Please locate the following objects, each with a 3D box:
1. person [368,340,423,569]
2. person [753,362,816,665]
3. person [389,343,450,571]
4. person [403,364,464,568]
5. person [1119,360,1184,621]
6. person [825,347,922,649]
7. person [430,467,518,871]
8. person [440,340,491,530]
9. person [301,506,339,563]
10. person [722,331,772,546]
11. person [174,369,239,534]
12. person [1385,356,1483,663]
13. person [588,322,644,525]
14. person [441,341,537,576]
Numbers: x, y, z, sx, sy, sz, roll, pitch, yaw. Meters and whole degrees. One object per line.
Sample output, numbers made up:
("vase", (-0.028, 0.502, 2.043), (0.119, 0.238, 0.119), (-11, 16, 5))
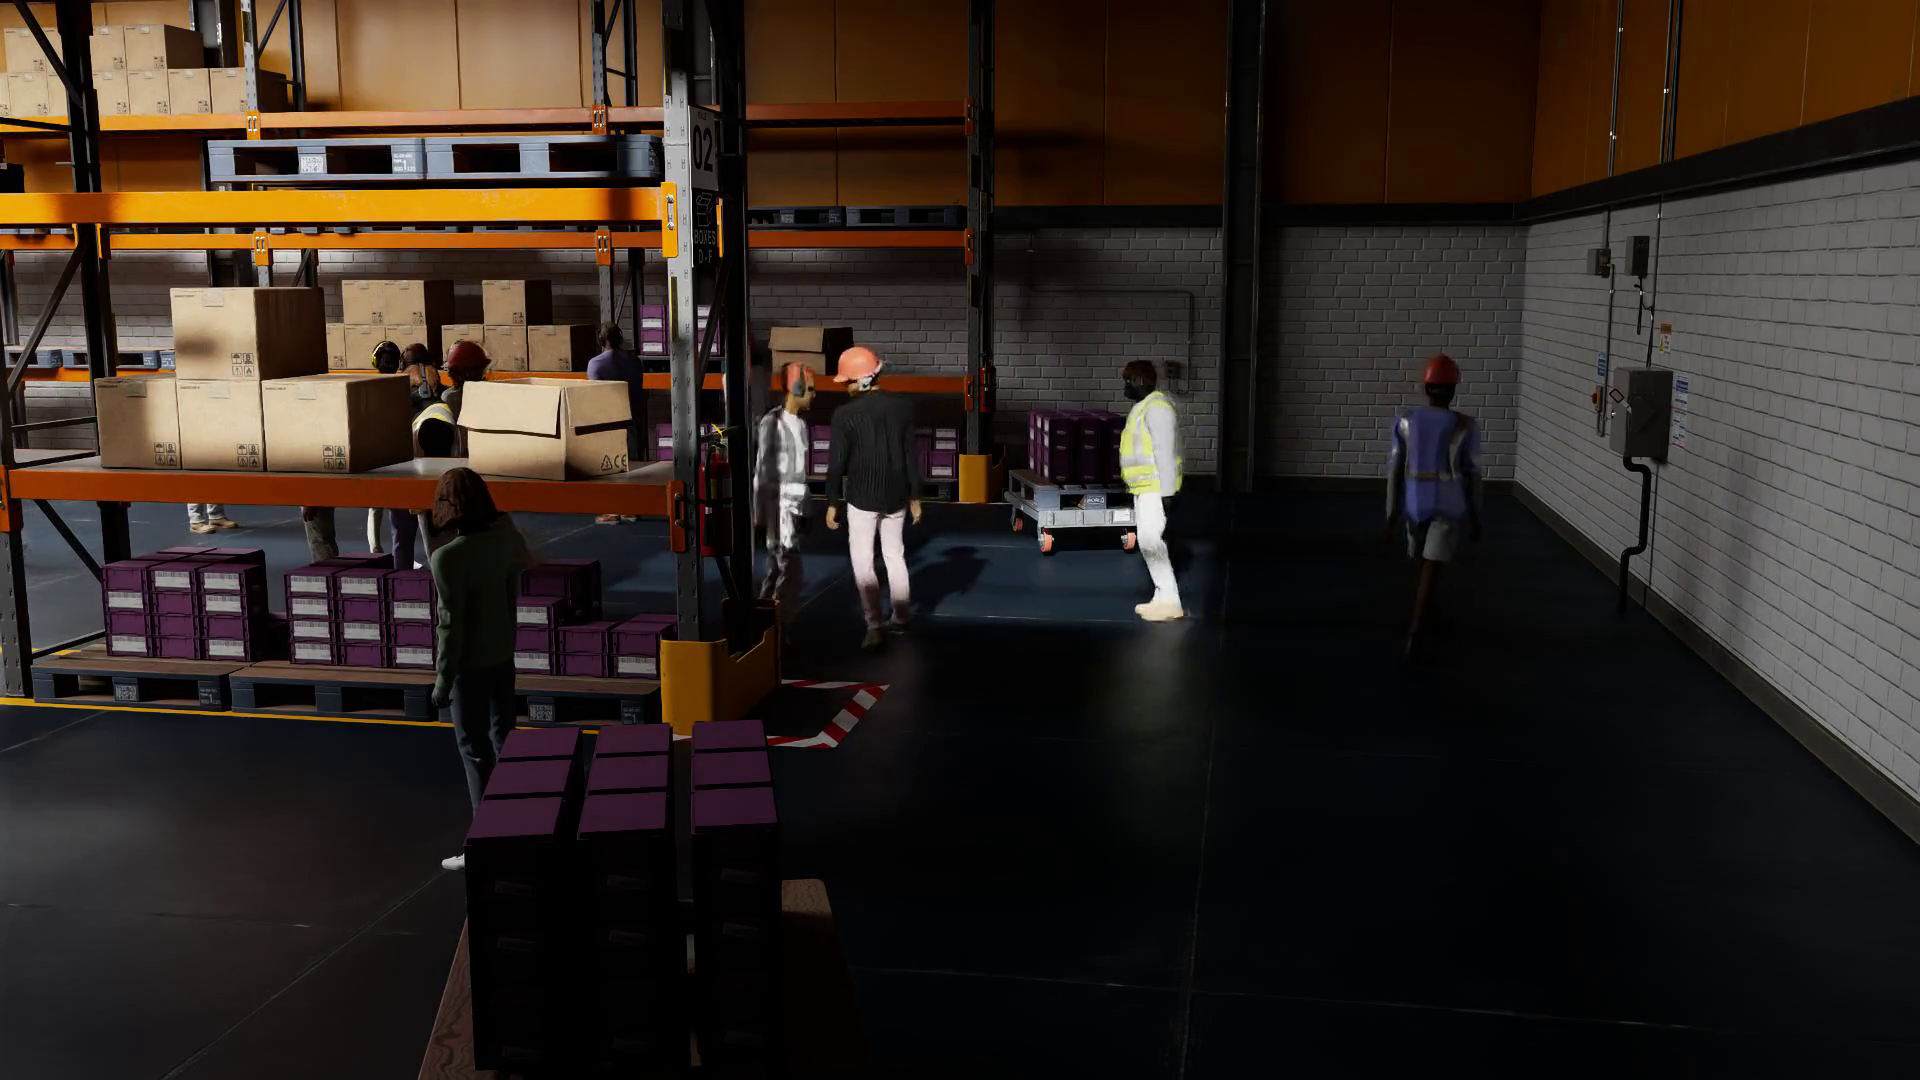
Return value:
("person", (-4.576, -0.665, 13.362), (0.329, 1.865, 0.512), (7, 11, 36))
("person", (-1.081, -0.168, 10.293), (0.509, 1.856, 0.624), (2, 9, 10))
("person", (-3.815, -0.433, 11.771), (0.650, 1.913, 0.409), (-4, 10, -24))
("person", (-3.377, -0.211, 10.658), (0.430, 1.835, 0.622), (-3, 10, -20))
("person", (1.331, -0.354, 11.635), (0.440, 1.802, 0.667), (-1, 9, -5))
("person", (-0.536, -0.268, 10.692), (0.651, 1.944, 0.669), (-5, 11, -31))
("person", (-1.957, 0.520, 6.722), (0.282, 1.630, 0.503), (3, 10, 19))
("person", (-3.434, -0.439, 11.729), (0.362, 1.936, 0.631), (3, 10, 17))
("person", (-4.447, -0.339, 11.431), (0.404, 1.833, 0.588), (-3, 10, -18))
("person", (-1.899, -0.908, 14.642), (0.373, 1.934, 0.551), (6, 11, 34))
("person", (-6.976, -0.987, 15.427), (0.430, 1.843, 0.626), (3, 10, 15))
("person", (2.990, -0.207, 10.449), (0.564, 1.884, 1.019), (6, 11, 33))
("person", (-3.292, -1.109, 15.896), (0.373, 1.936, 0.627), (8, 12, 39))
("person", (-3.347, -0.394, 11.461), (1.040, 1.941, 0.615), (-2, 9, -13))
